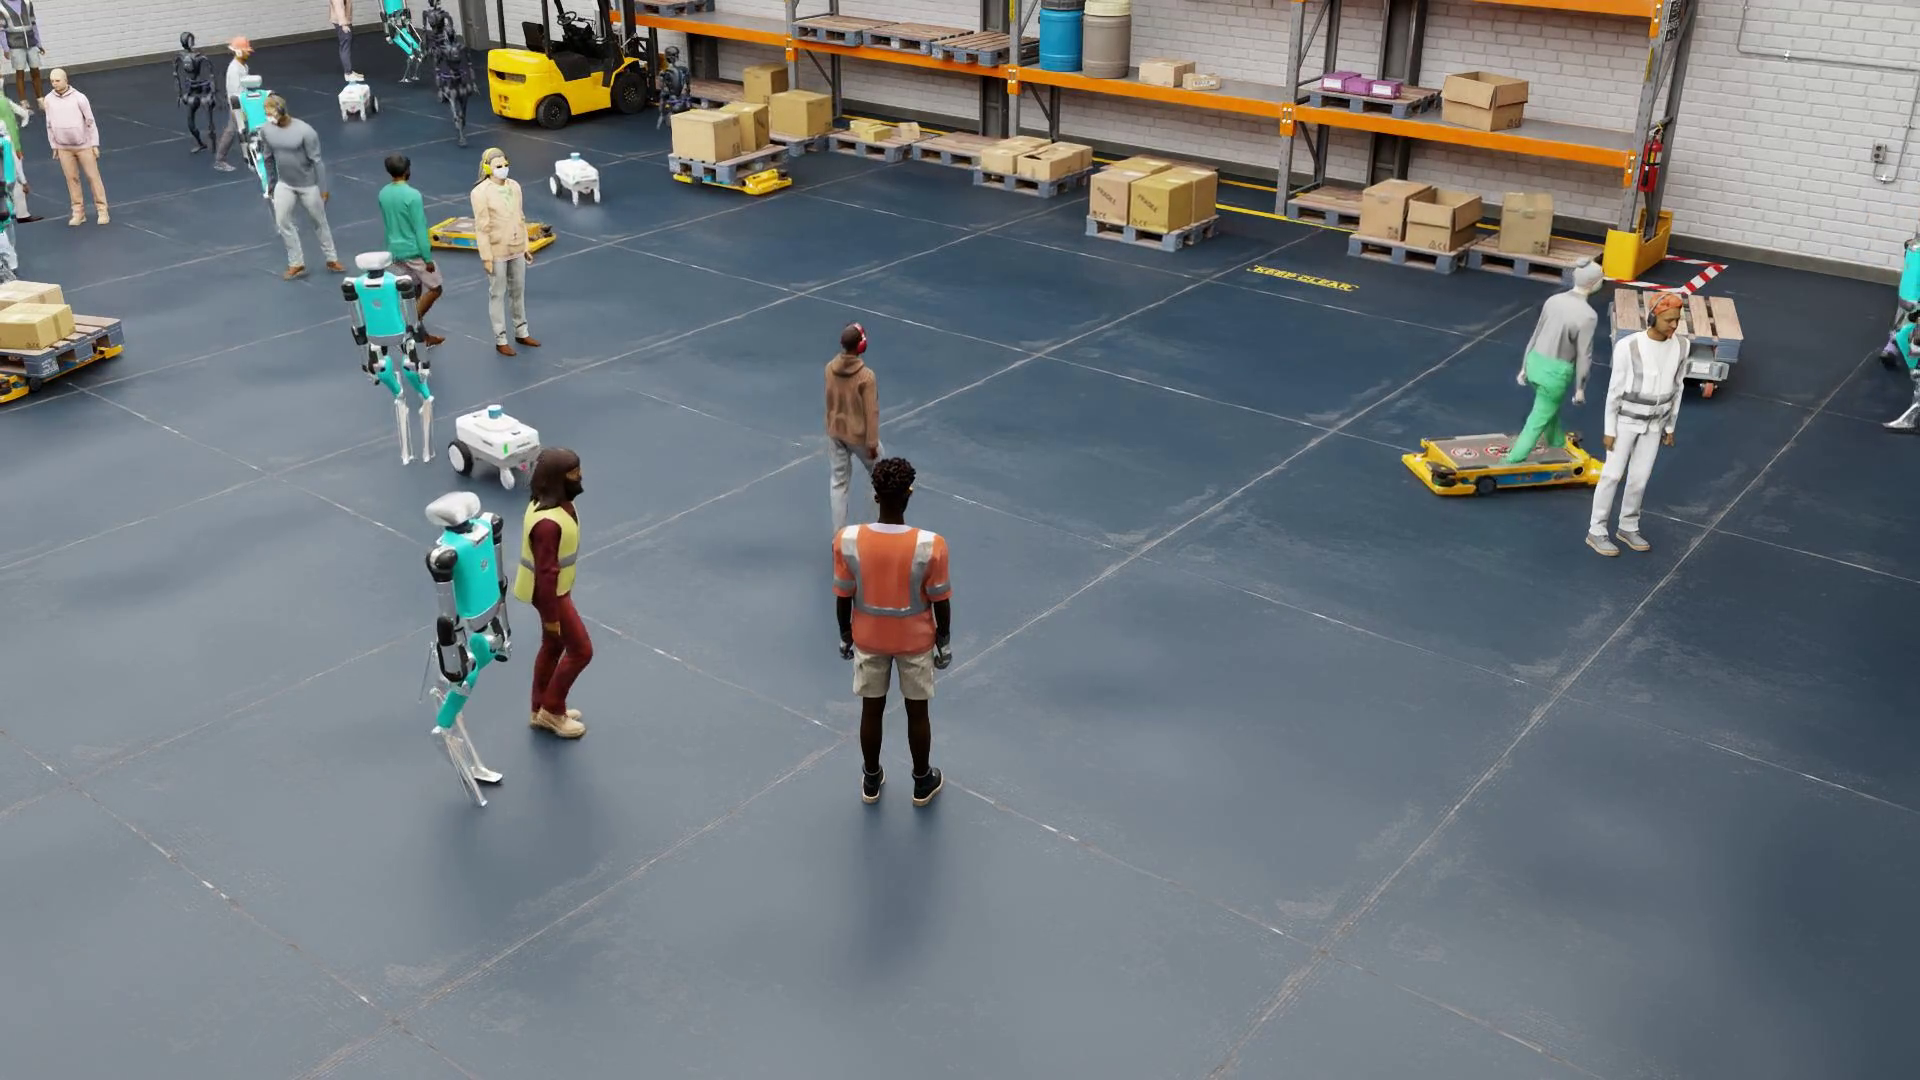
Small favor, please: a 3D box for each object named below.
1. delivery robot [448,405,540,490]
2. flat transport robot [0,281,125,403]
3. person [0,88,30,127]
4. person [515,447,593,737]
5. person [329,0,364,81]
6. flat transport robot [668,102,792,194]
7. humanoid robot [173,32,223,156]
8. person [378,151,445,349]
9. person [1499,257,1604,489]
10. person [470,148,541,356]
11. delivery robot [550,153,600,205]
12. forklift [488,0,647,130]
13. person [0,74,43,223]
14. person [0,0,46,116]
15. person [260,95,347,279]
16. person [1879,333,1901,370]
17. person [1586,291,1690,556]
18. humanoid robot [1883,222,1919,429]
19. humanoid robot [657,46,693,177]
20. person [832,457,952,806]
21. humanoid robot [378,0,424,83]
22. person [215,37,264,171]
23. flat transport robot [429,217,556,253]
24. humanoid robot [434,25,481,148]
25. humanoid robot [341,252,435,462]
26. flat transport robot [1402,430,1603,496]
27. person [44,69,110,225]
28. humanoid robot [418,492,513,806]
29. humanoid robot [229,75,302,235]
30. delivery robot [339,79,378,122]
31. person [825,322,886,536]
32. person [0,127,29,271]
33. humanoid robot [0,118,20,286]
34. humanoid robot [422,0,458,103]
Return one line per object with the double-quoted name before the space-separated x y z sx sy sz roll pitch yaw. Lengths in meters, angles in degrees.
"delivery robot" -3.563 -0.740 12.796 0.808 0.614 0.499 22 33 38
"flat transport robot" -8.249 -1.562 14.806 0.659 0.231 1.431 7 27 15
"person" -13.873 -6.647 23.793 0.528 1.600 0.708 23 34 39
"person" -2.262 0.302 9.262 0.463 1.739 0.489 -3 26 -7
"person" -10.171 -8.529 27.397 0.410 1.867 0.790 -8 27 -16
"flat transport robot" -2.907 -4.639 21.177 1.431 0.231 0.659 16 30 30
"humanoid robot" -10.258 -6.021 22.427 0.637 1.648 0.443 1 26 3
"person" -5.017 -2.602 15.156 0.522 1.835 0.466 14 29 26
"person" 4.486 -1.256 12.435 0.919 1.783 0.559 -9 27 -18
"person" -4.176 -2.641 15.196 0.413 1.877 0.550 17 30 31
"delivery robot" -4.719 -4.462 20.484 0.499 0.596 0.787 -14 29 -27
"forklift" -5.874 -7.334 24.552 1.214 2.155 2.313 19 32 34
"person" -11.095 -4.581 19.326 0.540 1.779 0.384 16 30 30
"person" -14.004 -7.396 24.851 0.370 2.042 0.613 16 30 30
"person" -6.904 -3.659 17.271 0.701 1.898 0.628 3 26 6
"person" 8.740 -2.341 14.662 0.963 1.789 0.587 -8 27 -16
"person" 4.644 -0.790 11.364 0.565 1.878 0.354 -6 26 -12
"humanoid robot" 7.790 -1.611 13.327 0.692 1.891 0.541 3 26 7
"humanoid robot" -3.633 -5.475 21.295 0.334 1.648 0.589 16 30 29
"person" -0.337 0.491 8.603 0.612 1.964 0.361 3 26 7
"humanoid robot" -8.909 -8.194 26.698 0.735 1.677 0.533 19 32 34
"person" -9.379 -5.703 21.760 1.011 1.679 0.578 -4 26 -8
"flat transport robot" -5.328 -3.405 18.622 1.431 0.231 0.659 6 26 13
"humanoid robot" -6.919 -6.266 22.964 0.608 1.631 0.742 -20 32 -36
"humanoid robot" -4.307 -1.393 12.806 0.539 1.817 0.701 -1 26 -2
"flat transport robot" 4.213 -0.593 12.798 1.431 0.231 0.659 -4 26 -9
"person" -10.225 -4.545 19.240 0.534 1.780 0.400 -4 26 -7
"humanoid robot" -2.688 0.578 8.730 0.698 1.831 0.547 9 27 17
"humanoid robot" -7.826 -4.283 18.793 0.552 1.792 0.826 -10 28 -20
"delivery robot" -9.045 -6.589 24.902 0.499 0.608 0.806 -4 26 -8
"person" -0.696 -0.741 11.537 0.468 1.632 0.634 14 29 26
"person" -10.295 -3.824 17.673 0.639 1.845 1.000 -21 33 -37
"humanoid robot" -9.801 -3.354 16.799 0.694 1.762 0.539 -9 27 -18
"humanoid robot" -8.023 -7.595 25.670 0.600 1.649 0.344 8 27 16
